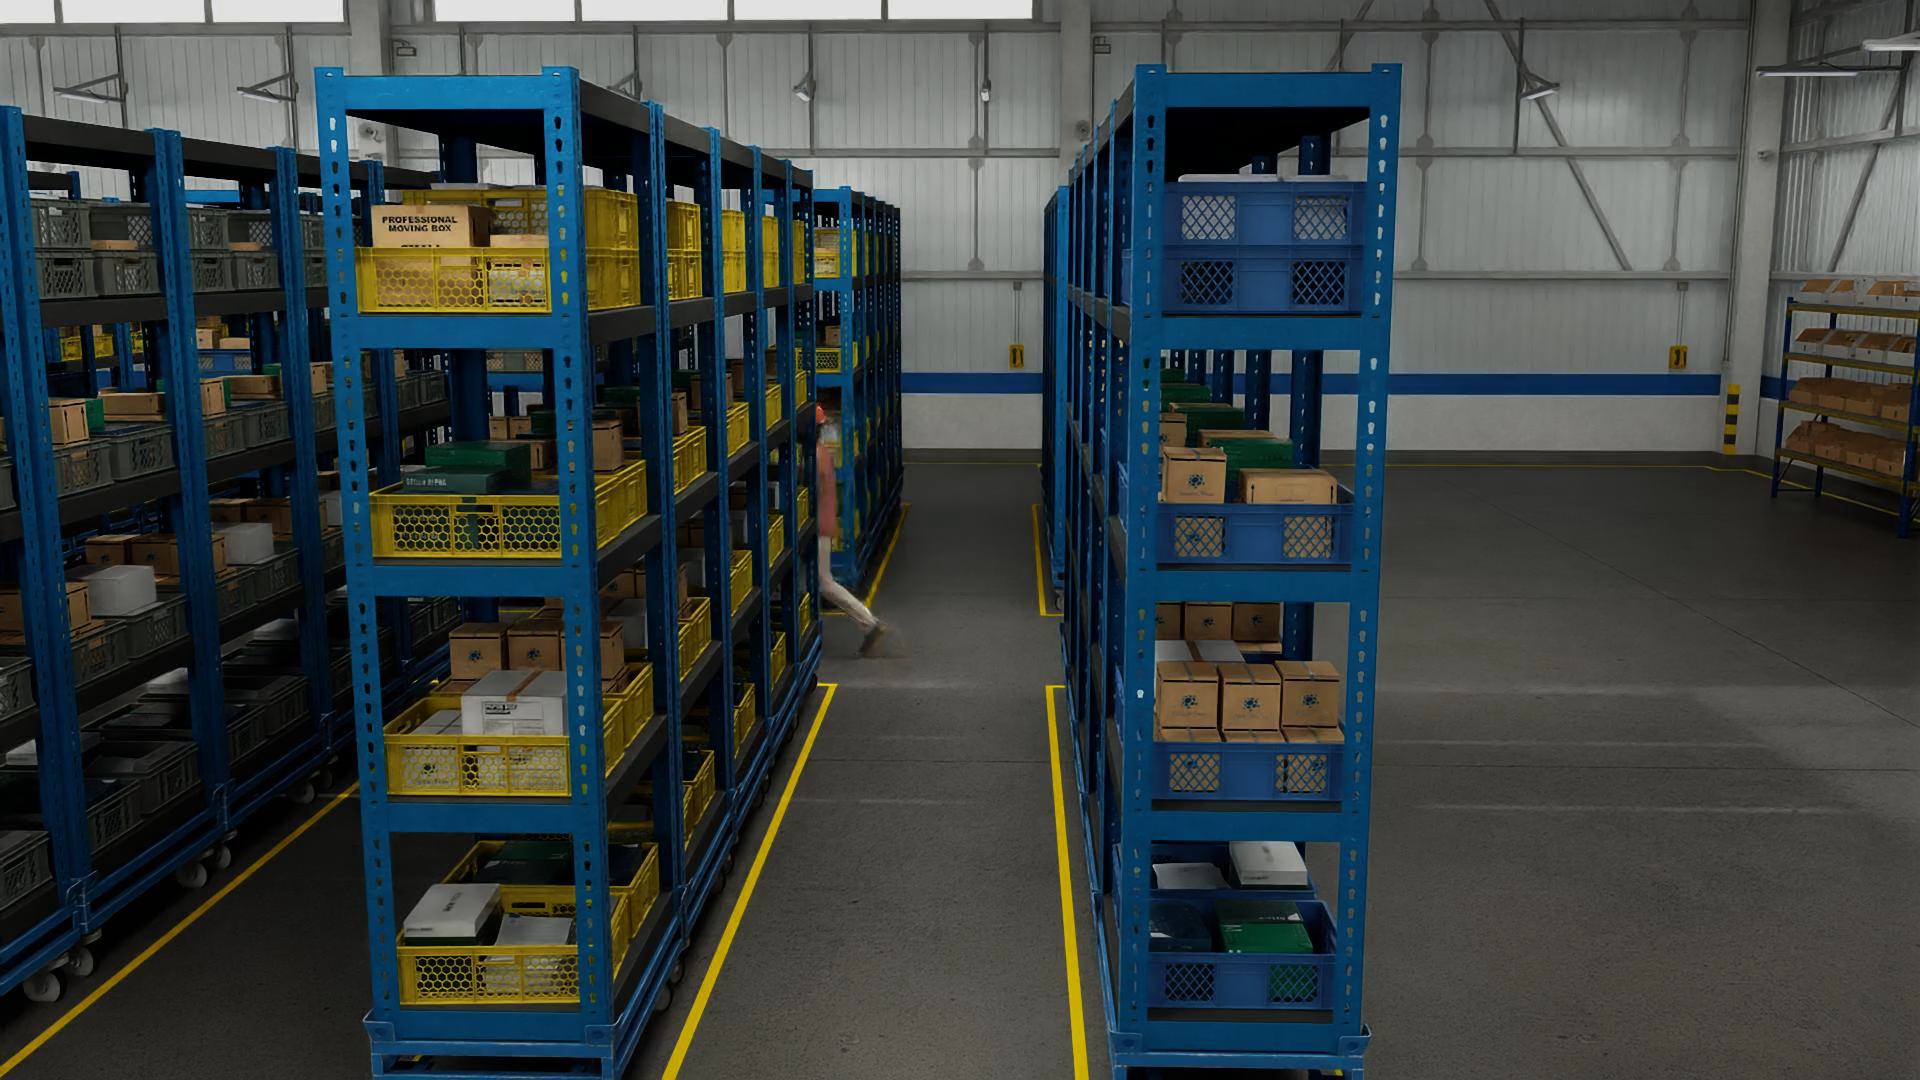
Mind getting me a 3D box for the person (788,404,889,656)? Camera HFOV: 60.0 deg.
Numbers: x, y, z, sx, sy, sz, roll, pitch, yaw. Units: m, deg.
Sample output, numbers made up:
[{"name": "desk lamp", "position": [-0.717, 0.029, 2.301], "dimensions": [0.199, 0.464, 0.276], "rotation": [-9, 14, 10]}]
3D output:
[{"name": "person", "position": [-1.023, -0.077, 12.588], "dimensions": [0.943, 1.962, 0.624], "rotation": [1, 10, 4]}]
